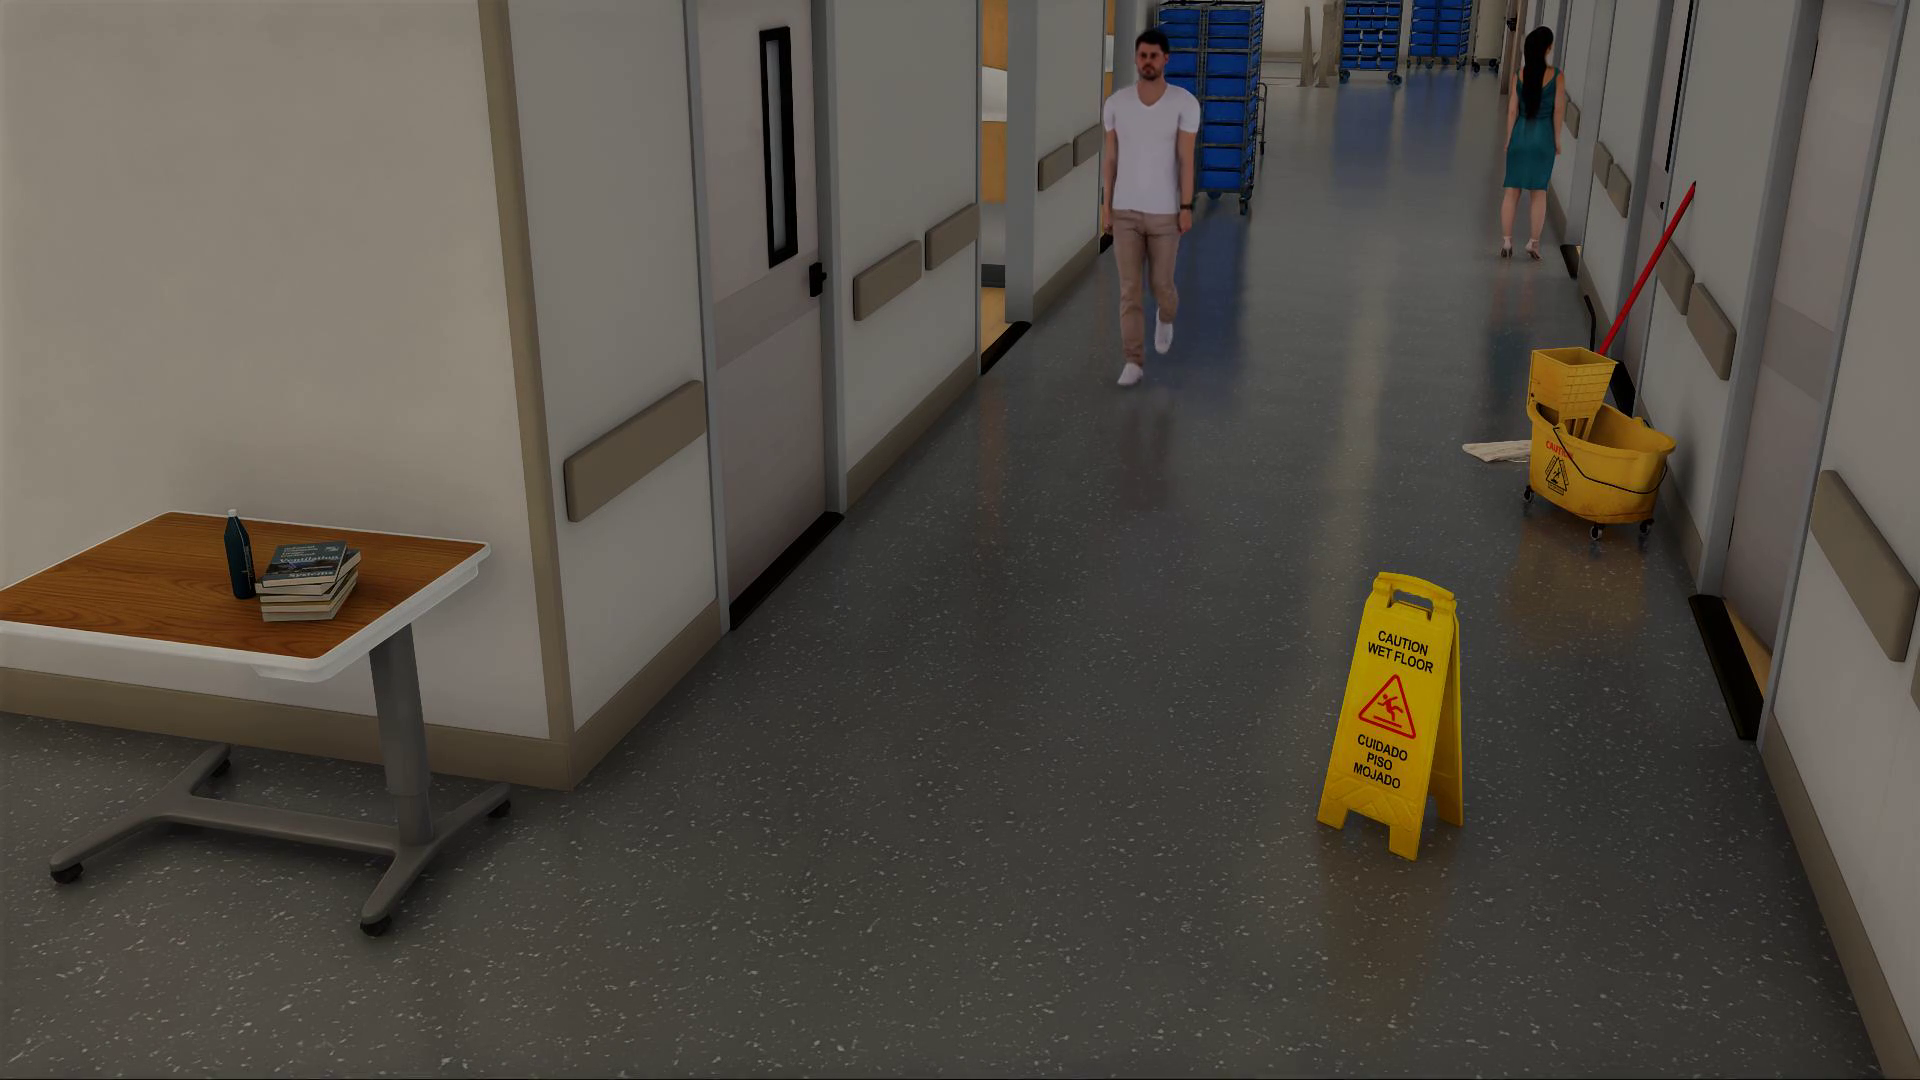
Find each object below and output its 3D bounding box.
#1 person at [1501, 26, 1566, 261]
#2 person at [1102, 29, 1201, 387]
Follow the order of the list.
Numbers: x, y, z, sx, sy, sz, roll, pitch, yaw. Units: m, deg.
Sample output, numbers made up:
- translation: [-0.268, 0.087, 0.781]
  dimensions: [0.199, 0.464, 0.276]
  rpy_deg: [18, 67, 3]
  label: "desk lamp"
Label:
- translation: [4.218, -2.915, 12.274]
  dimensions: [0.603, 1.685, 0.569]
  rpy_deg: [11, 24, 28]
  label: "person"
- translation: [1.041, -1.804, 9.078]
  dimensions: [0.713, 1.871, 0.995]
  rpy_deg: [7, 22, 18]
  label: "person"
